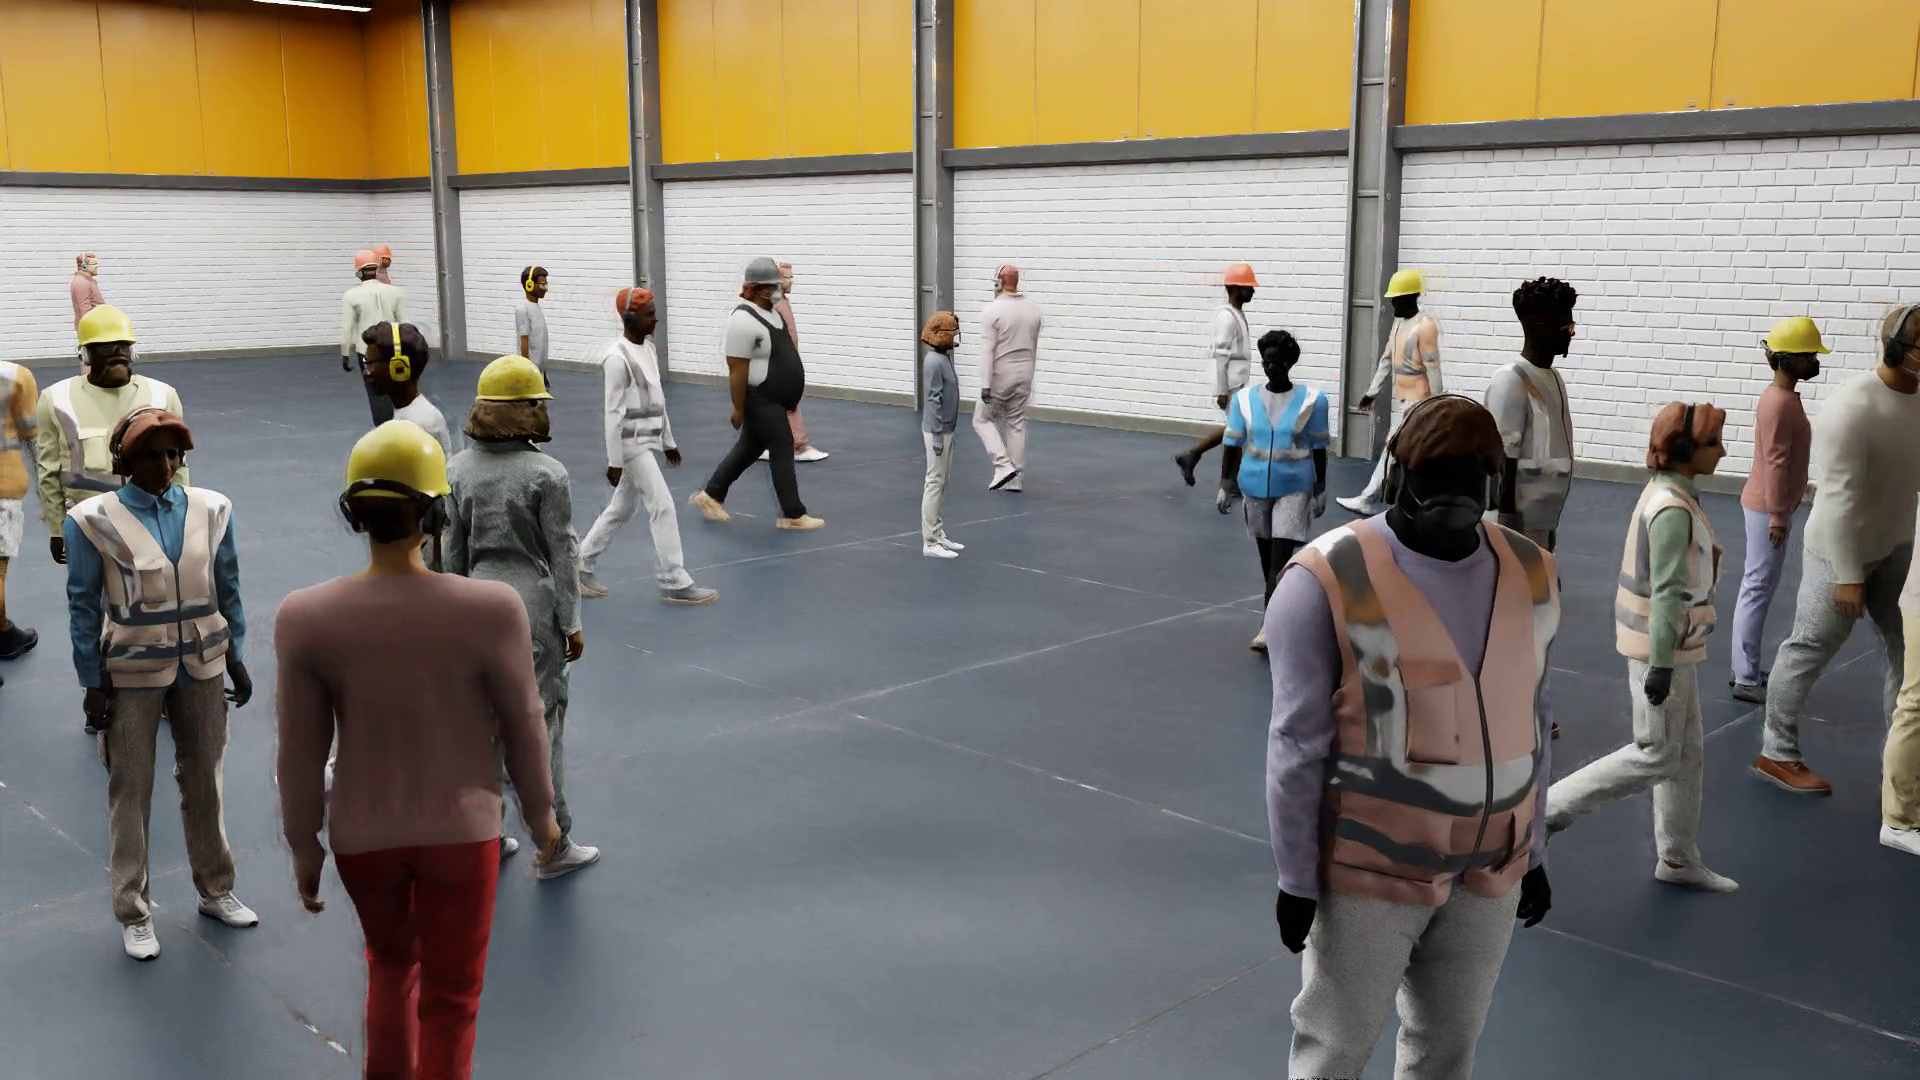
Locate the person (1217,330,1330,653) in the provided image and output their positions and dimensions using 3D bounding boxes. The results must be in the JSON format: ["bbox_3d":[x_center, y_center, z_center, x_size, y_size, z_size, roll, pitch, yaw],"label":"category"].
[{"bbox_3d":[1.625,-0.266,8.658,0.546,1.644,0.886,5,12,25],"label":"person"}]

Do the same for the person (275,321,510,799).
[{"bbox_3d":[-2.083,0.086,6.314,0.998,1.811,0.555,-3,11,-16],"label":"person"}]

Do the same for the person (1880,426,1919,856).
[{"bbox_3d":[3.414,0.273,5.768,0.280,1.633,0.499,8,13,37],"label":"person"}]

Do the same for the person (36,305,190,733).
[{"bbox_3d":[-3.644,-0.094,7.214,0.590,1.837,0.404,-7,13,-34],"label":"person"}]

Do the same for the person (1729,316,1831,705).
[{"bbox_3d":[3.745,-0.133,7.620,0.313,1.769,0.523,5,11,24],"label":"person"}]

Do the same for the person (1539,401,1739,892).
[{"bbox_3d":[2.205,0.355,5.373,0.634,1.622,0.522,4,11,21],"label":"person"}]

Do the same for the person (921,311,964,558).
[{"bbox_3d":[-0.120,-0.705,11.100,0.273,1.632,0.507,2,11,8],"label":"person"}]

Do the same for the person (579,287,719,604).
[{"bbox_3d":[-1.922,-0.541,9.653,0.955,1.848,0.584,1,10,5],"label":"person"}]

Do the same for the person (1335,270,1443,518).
[{"bbox_3d":[3.325,-1.085,12.532,1.001,1.866,0.604,0,10,-2],"label":"person"}]

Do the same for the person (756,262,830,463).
[{"bbox_3d":[-1.594,-1.649,15.574,0.892,1.870,0.669,1,10,5],"label":"person"}]

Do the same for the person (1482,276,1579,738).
[{"bbox_3d":[2.350,-0.105,6.919,0.374,1.966,0.608,7,13,35],"label":"person"}]

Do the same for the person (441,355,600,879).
[{"bbox_3d":[-1.475,0.258,5.551,0.492,1.741,0.317,3,11,17],"label":"person"}]

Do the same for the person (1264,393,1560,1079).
[{"bbox_3d":[0.895,0.631,3.251,0.629,1.840,0.429,-3,11,-17],"label":"person"}]

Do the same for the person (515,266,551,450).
[{"bbox_3d":[-3.722,-1.464,14.625,0.329,1.861,0.514,0,10,-1],"label":"person"}]

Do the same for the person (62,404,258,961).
[{"bbox_3d":[-2.389,0.412,4.995,0.308,1.639,0.510,9,14,39],"label":"person"}]

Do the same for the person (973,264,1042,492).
[{"bbox_3d":[0.376,-1.332,13.809,0.657,1.890,0.433,-8,13,-37],"label":"person"}]

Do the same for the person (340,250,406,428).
[{"bbox_3d":[-5.897,-1.898,16.660,0.655,1.973,0.644,-10,14,-43],"label":"person"}]

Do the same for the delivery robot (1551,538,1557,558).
[{"bbox_3d":[3.070,0.053,9.651,0.707,0.478,0.477,2,10,9],"label":"delivery robot"}]

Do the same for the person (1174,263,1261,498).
[{"bbox_3d":[2.136,-1.292,13.533,0.689,1.916,0.551,3,11,18],"label":"person"}]

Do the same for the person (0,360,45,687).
[{"bbox_3d":[-4.685,-0.259,7.996,0.566,1.886,1.008,-2,11,-9],"label":"person"}]

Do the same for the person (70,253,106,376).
[{"bbox_3d":[-11.016,-2.676,21.103,0.399,1.908,0.643,-5,12,-25],"label":"person"}]

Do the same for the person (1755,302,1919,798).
[{"bbox_3d":[3.372,0.081,6.105,0.646,1.891,0.847,-5,12,-26],"label":"person"}]

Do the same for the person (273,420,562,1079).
[{"bbox_3d":[-1.150,0.613,3.615,0.532,1.748,0.610,0,10,1],"label":"person"}]

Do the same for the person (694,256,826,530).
[{"bbox_3d":[-1.512,-1.102,12.153,1.009,2.000,0.677,1,10,8],"label":"person"}]

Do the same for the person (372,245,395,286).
[{"bbox_3d":[-8.170,-3.179,23.603,0.377,1.995,0.608,-3,11,-15],"label":"person"}]
